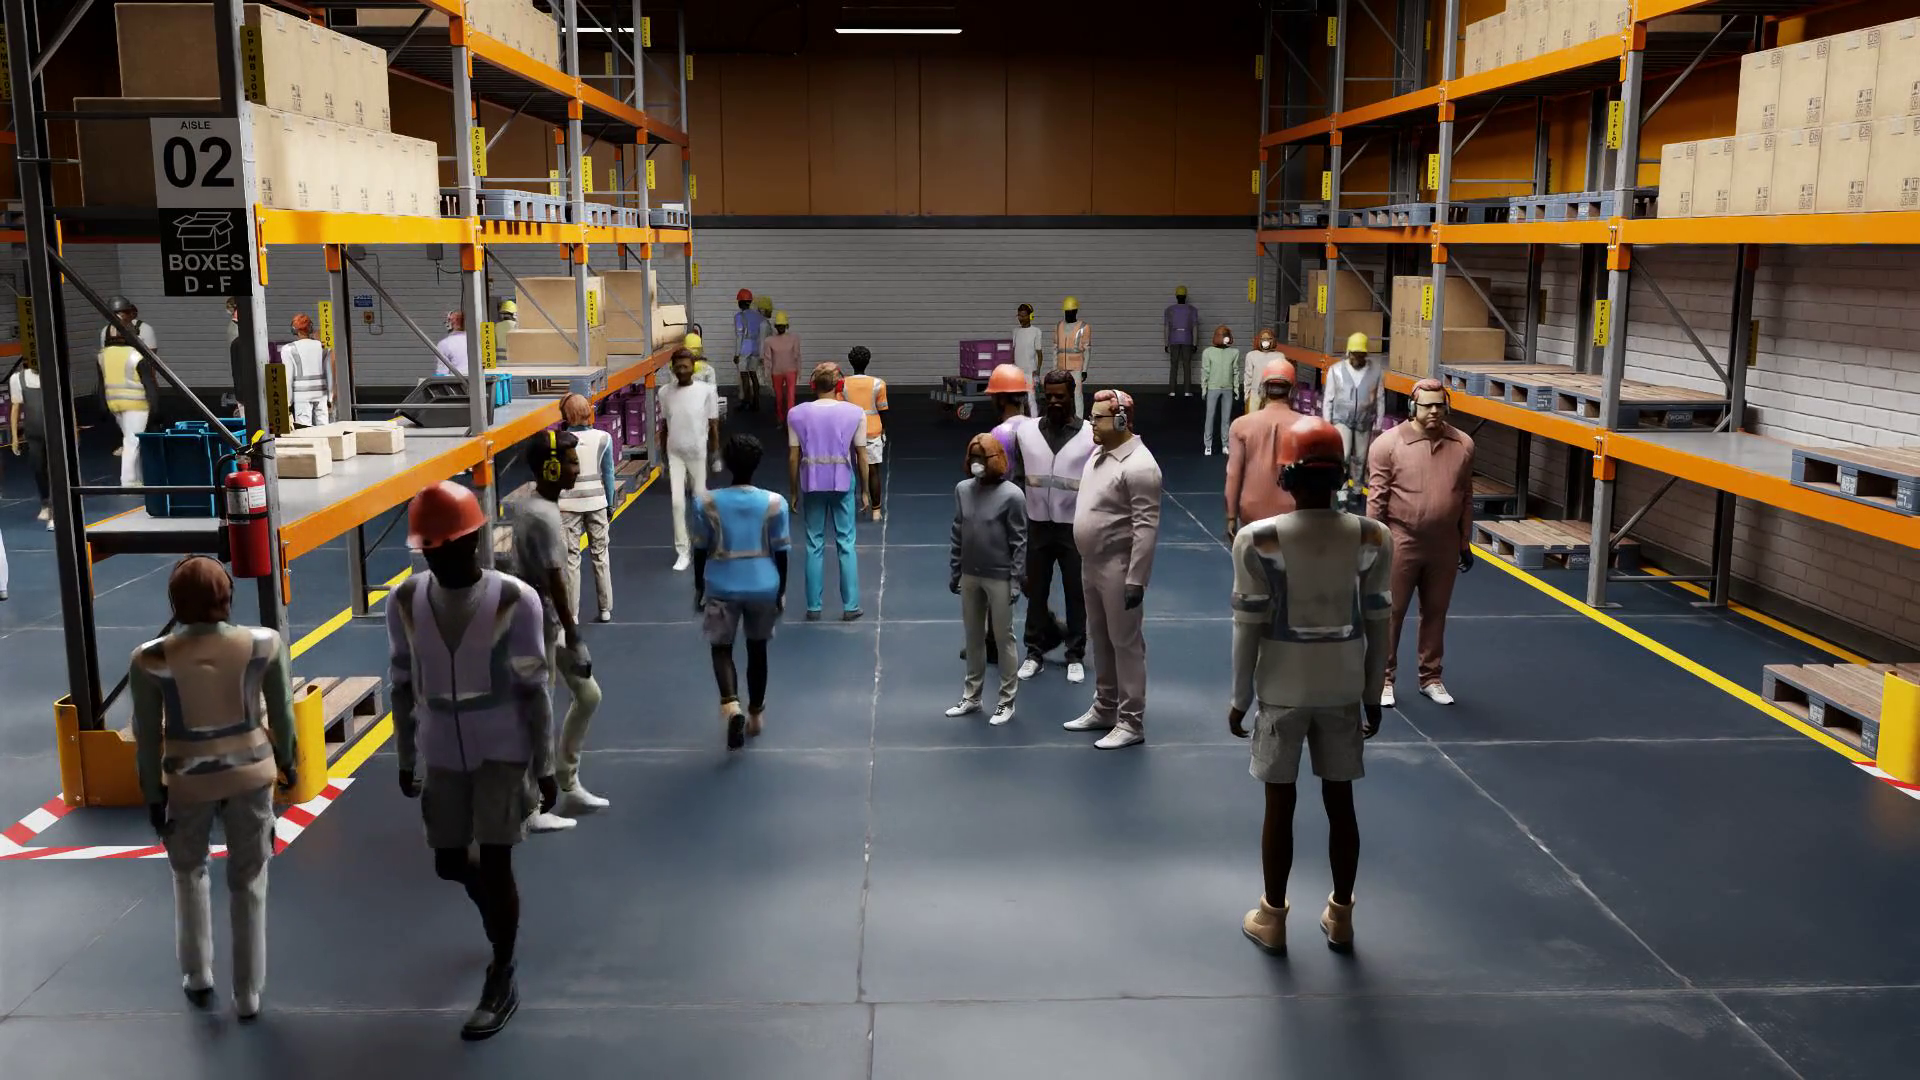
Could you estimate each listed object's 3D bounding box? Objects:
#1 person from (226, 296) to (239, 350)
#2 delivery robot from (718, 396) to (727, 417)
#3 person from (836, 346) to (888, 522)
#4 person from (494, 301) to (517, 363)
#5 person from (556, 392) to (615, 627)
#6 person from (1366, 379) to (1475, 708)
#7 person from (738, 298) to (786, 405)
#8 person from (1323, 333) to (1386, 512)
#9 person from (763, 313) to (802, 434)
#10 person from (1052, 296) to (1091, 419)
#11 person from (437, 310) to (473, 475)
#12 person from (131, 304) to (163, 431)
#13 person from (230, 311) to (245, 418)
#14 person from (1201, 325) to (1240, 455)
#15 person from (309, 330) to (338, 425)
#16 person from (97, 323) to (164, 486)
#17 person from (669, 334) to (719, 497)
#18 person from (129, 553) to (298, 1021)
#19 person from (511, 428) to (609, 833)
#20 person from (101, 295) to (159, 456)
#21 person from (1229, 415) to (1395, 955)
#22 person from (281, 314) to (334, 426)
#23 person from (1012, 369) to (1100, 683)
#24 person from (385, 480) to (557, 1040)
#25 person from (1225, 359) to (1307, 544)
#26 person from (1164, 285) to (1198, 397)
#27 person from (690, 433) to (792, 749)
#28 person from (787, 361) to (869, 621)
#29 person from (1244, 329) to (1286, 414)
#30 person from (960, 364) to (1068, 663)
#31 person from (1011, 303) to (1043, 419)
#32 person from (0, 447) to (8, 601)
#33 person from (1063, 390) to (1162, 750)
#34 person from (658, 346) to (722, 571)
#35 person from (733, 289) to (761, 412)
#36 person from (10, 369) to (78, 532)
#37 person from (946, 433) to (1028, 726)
[{"bbox_3d":[-10.019,-2.442,23.250,0.373,1.936,0.627,-9,14,-42],"label":"person"},{"bbox_3d":[-3.752,-2.011,24.427,0.707,0.478,0.477,8,13,38],"label":"delivery robot"},{"bbox_3d":[-0.950,-1.002,15.892,0.535,1.696,0.318,-2,10,-9],"label":"person"},{"bbox_3d":[-6.523,-2.556,24.198,0.594,1.829,0.403,3,11,17],"label":"person"},{"bbox_3d":[-2.651,-0.210,11.625,0.514,1.644,0.308,-6,12,-31],"label":"person"},{"bbox_3d":[2.668,0.022,9.599,0.652,1.906,0.402,-1,10,-8],"label":"person"},{"bbox_3d":[-3.252,-3.084,27.292,0.939,1.770,0.668,-7,12,-33],"label":"person"},{"bbox_3d":[3.955,-1.183,16.677,0.604,1.778,0.752,1,10,7],"label":"person"},{"bbox_3d":[-2.504,-2.359,23.469,0.534,1.694,0.983,0,10,-2],"label":"person"},{"bbox_3d":[1.532,-2.412,23.093,0.587,1.929,0.361,7,12,32],"label":"person"},{"bbox_3d":[-5.761,-1.691,19.180,0.396,1.901,0.660,7,12,35],"label":"person"},{"bbox_3d":[-11.564,-2.392,23.314,0.630,1.818,0.762,0,10,-3],"label":"person"},{"bbox_3d":[-7.739,-1.570,18.213,0.612,1.997,0.375,9,14,42],"label":"person"},{"bbox_3d":[3.283,-1.883,20.959,0.507,1.636,0.274,-2,10,-9],"label":"person"},{"bbox_3d":[-7.819,-1.770,20.400,0.533,1.613,0.702,-8,13,-39],"label":"person"},{"bbox_3d":[-8.839,-1.422,17.891,0.651,1.812,0.769,3,11,16],"label":"person"},{"bbox_3d":[-2.823,-1.336,17.720,0.516,1.702,0.868,0,10,0],"label":"person"},{"bbox_3d":[-2.585,0.844,5.817,0.520,1.622,0.554,-5,11,-25],"label":"person"},{"bbox_3d":[-1.806,0.425,7.527,0.617,1.848,0.537,-3,10,-14],"label":"person"},{"bbox_3d":[-10.408,-2.058,20.812,0.688,2.000,0.538,0,10,2],"label":"person"},{"bbox_3d":[1.301,0.553,6.256,0.605,2.045,0.372,-1,10,-3],"label":"person"},{"bbox_3d":[-7.235,-1.562,18.481,0.361,1.886,0.574,10,14,43],"label":"person"},{"bbox_3d":[0.603,-0.088,10.174,0.587,1.920,0.392,3,11,15],"label":"person"},{"bbox_3d":[-1.671,0.702,5.815,0.581,1.908,0.703,1,10,3],"label":"person"},{"bbox_3d":[2.017,-0.189,10.695,0.582,1.926,1.082,3,11,16],"label":"person"},{"bbox_3d":[3.823,-3.436,28.794,0.587,1.930,0.355,2,10,11],"label":"person"},{"bbox_3d":[-1.149,0.274,8.818,0.533,1.677,0.676,-2,10,-12],"label":"person"},{"bbox_3d":[-0.929,-0.335,11.763,0.570,1.840,0.373,0,10,0],"label":"person"},{"bbox_3d":[3.696,-1.748,20.219,0.497,1.634,0.278,2,10,10],"label":"person"},{"bbox_3d":[0.320,-0.147,10.496,0.648,1.924,0.567,6,12,30],"label":"person"},{"bbox_3d":[0.861,-2.219,22.195,0.509,1.868,0.328,8,13,37],"label":"person"},{"bbox_3d":[-7.339,-0.389,12.283,0.311,1.769,0.522,7,12,33],"label":"person"},{"bbox_3d":[0.800,0.151,8.880,0.409,1.907,0.651,-4,11,-21],"label":"person"},{"bbox_3d":[-2.246,-0.700,13.833,0.520,1.840,0.732,1,10,4],"label":"person"},{"bbox_3d":[-3.385,-2.994,26.306,0.359,1.941,0.546,6,12,32],"label":"person"},{"bbox_3d":[-8.666,-1.012,15.746,0.528,1.790,1.058,-3,11,-18],"label":"person"},{"bbox_3d":[0.146,0.214,9.294,0.504,1.632,0.281,8,13,37],"label":"person"}]
